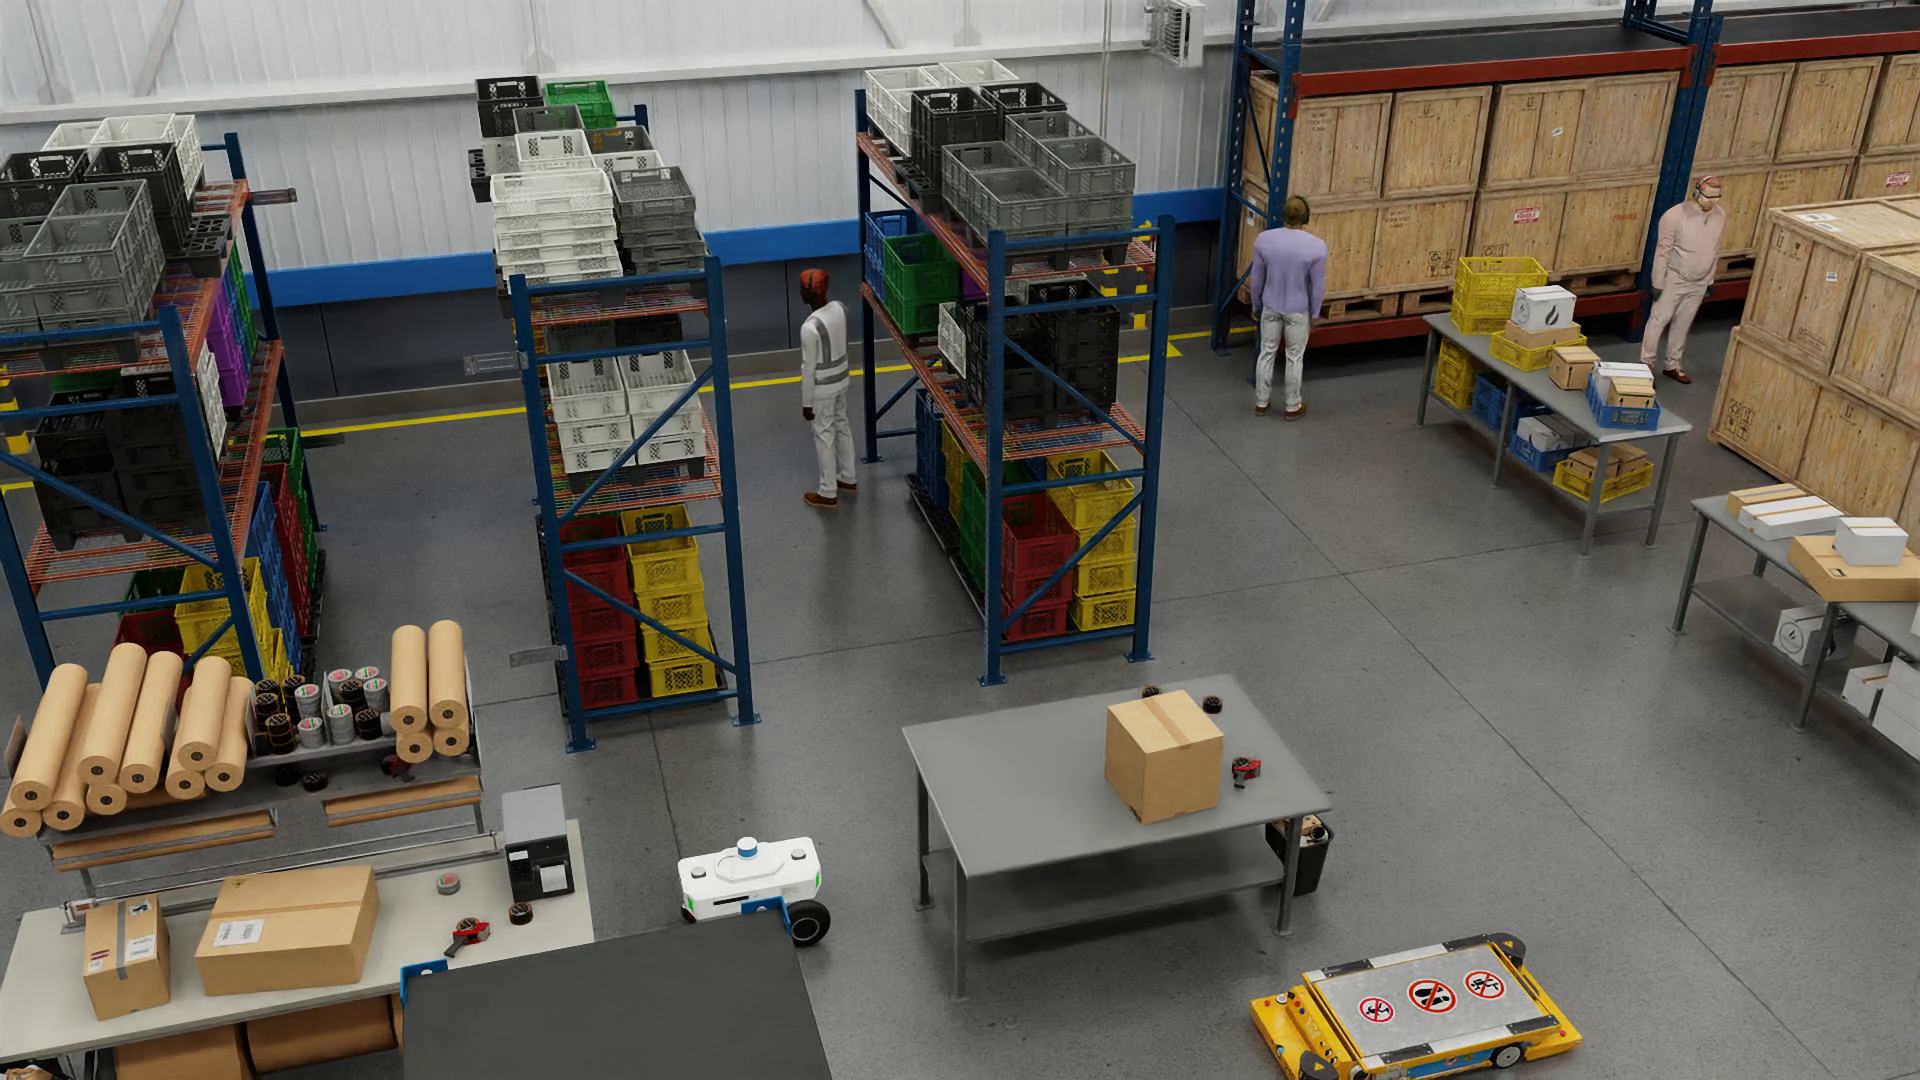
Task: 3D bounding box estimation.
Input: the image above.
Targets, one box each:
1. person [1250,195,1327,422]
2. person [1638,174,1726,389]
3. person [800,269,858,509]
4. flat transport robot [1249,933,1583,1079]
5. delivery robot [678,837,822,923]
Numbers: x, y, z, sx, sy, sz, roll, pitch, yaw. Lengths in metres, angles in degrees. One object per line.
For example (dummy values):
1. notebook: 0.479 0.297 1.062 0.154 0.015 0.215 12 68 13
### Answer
1. person: 2.728 -1.938 13.940 0.629 1.940 0.379 14 32 24
2. person: 6.355 -2.266 14.576 0.639 1.903 0.407 -8 30 -13
3. person: -1.019 -1.149 12.577 0.346 1.877 0.575 14 32 24
4. flat transport robot: 2.184 2.282 7.980 1.431 0.197 0.652 -8 30 -14
5. delivery robot: -1.084 1.750 8.563 0.707 0.478 0.477 -8 30 -14
